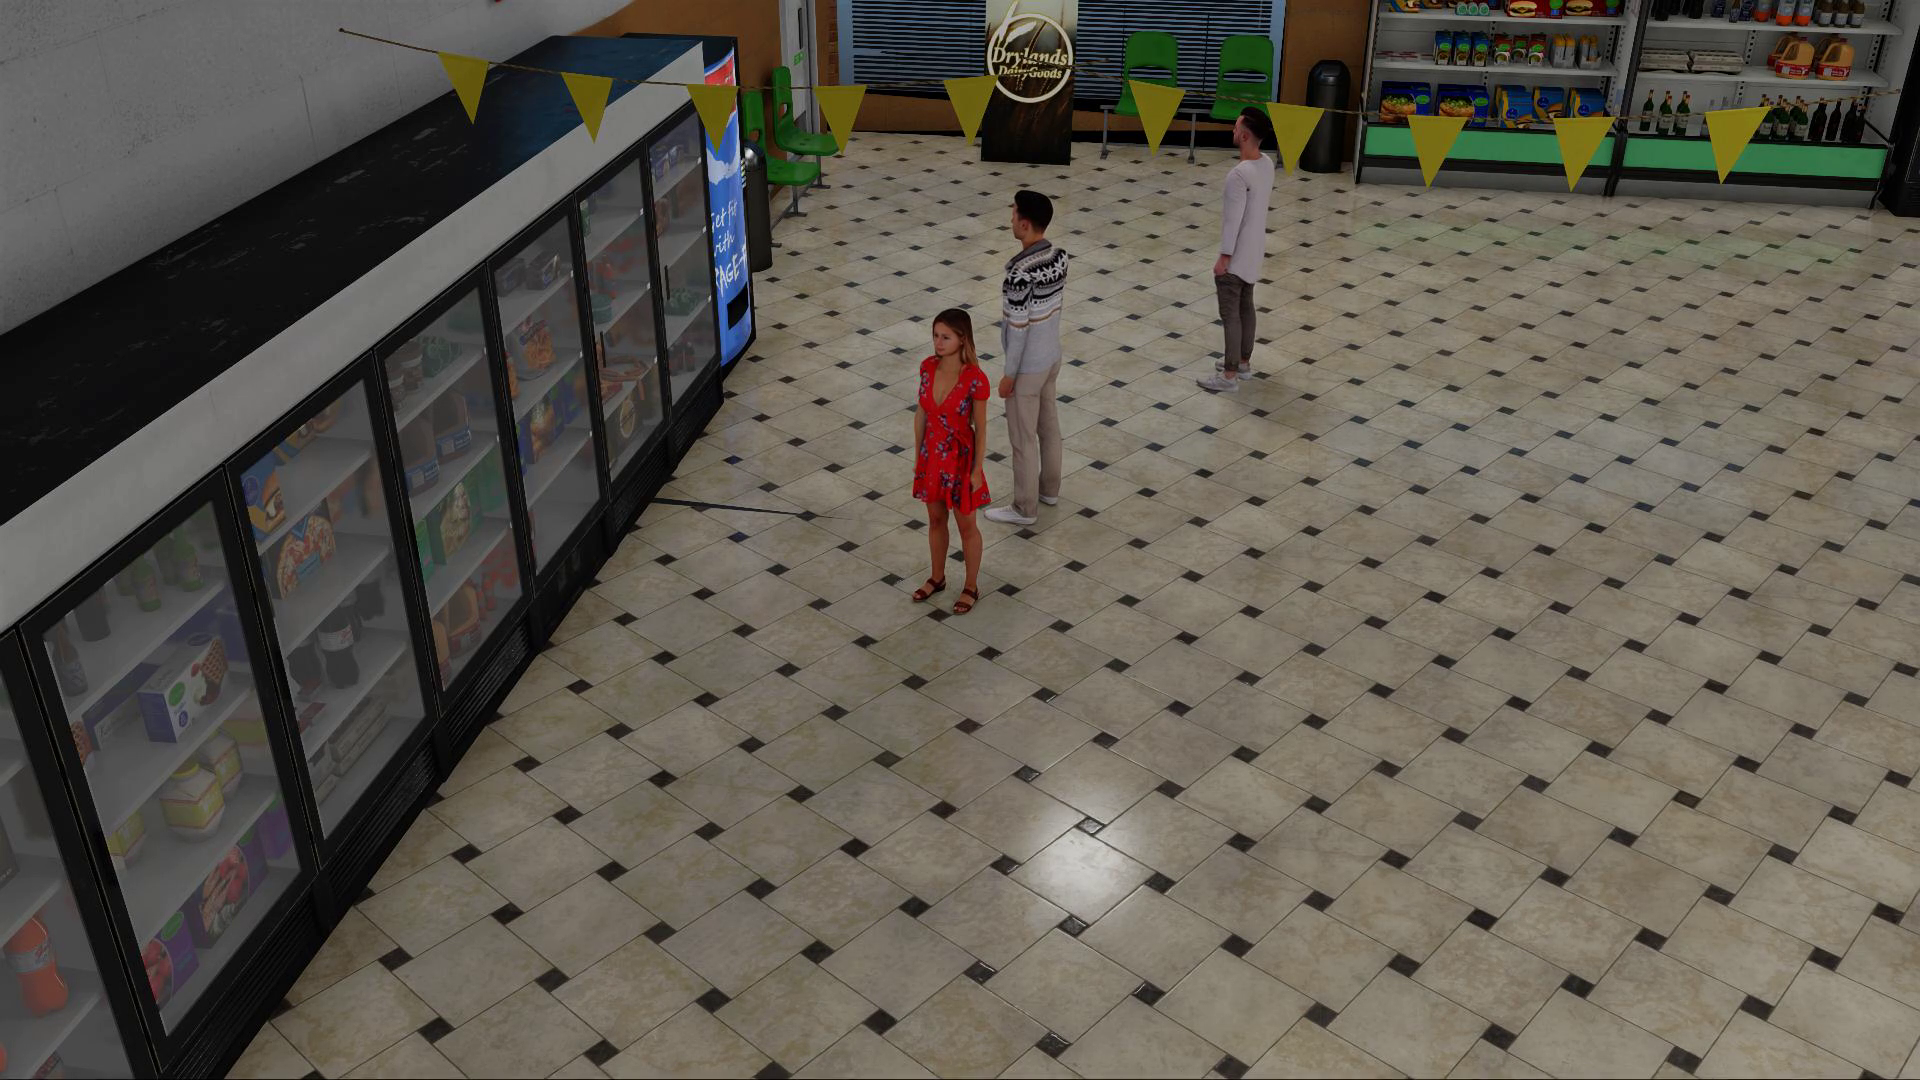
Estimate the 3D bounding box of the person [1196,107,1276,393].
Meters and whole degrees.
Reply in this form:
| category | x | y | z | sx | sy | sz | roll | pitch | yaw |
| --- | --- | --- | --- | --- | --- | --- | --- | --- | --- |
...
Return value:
| category | x | y | z | sx | sy | sz | roll | pitch | yaw |
| --- | --- | --- | --- | --- | --- | --- | --- | --- | --- |
| person | 1.796 | -1.862 | 10.659 | 0.700 | 1.840 | 0.744 | 17 | 33 | 28 |

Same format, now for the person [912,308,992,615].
| category | x | y | z | sx | sy | sz | roll | pitch | yaw |
| --- | --- | --- | --- | --- | --- | --- | --- | --- | --- |
| person | -0.036 | -0.394 | 8.228 | 0.600 | 1.593 | 0.706 | 18 | 33 | 29 |

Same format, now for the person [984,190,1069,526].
| category | x | y | z | sx | sy | sz | roll | pitch | yaw |
| --- | --- | --- | --- | --- | --- | --- | --- | --- | --- |
| person | 0.394 | -0.983 | 9.027 | 0.701 | 1.861 | 0.755 | 16 | 32 | 26 |
